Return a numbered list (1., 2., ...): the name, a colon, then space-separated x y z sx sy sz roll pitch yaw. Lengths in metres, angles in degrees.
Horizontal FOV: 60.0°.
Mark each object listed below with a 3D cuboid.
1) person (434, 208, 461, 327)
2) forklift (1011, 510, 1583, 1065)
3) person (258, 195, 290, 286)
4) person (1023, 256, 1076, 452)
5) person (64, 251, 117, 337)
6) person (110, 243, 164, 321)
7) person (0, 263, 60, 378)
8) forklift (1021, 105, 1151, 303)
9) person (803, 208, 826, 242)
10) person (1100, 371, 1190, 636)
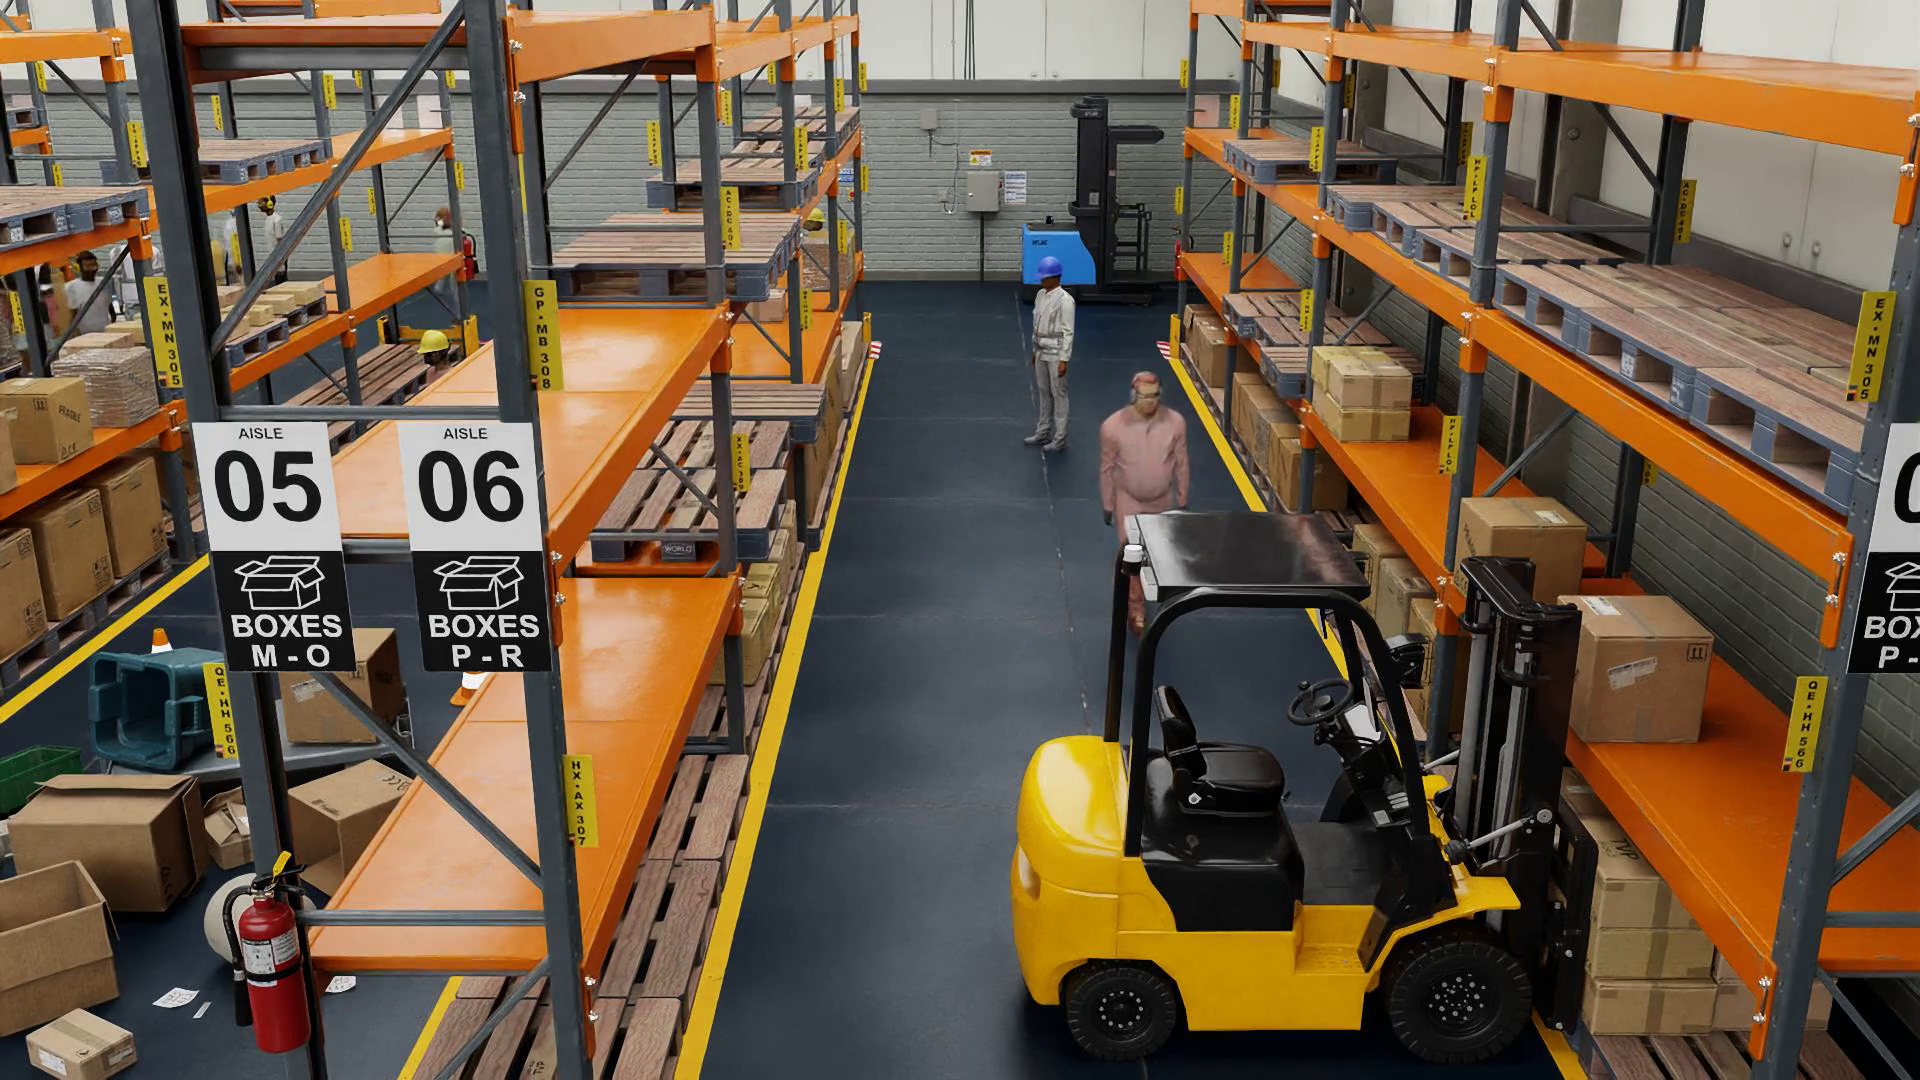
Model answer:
1. person: -6.989 -3.727 22.730 0.522 1.616 0.347 12 22 31
2. forklift: 1.387 1.055 7.378 2.313 2.155 1.214 0 18 0
3. person: -9.261 -3.794 22.577 0.336 1.858 0.503 -13 22 -34
4. person: 0.907 -1.857 16.568 0.386 1.948 0.604 -11 21 -30
5. person: -9.060 -2.121 17.538 0.498 1.837 0.792 -16 24 -40
6. person: -9.655 -2.859 19.633 0.545 1.929 0.390 -7 20 -20
7. person: -10.158 -2.437 18.224 0.610 2.015 0.783 -3 19 -9
8. forklift: 1.857 -4.944 24.441 1.873 2.768 1.129 0 18 0
9. person: -1.899 -3.473 21.798 0.320 1.731 0.489 0 18 -1
10. person: 1.322 -0.322 12.039 0.651 1.882 0.811 -3 19 -10
